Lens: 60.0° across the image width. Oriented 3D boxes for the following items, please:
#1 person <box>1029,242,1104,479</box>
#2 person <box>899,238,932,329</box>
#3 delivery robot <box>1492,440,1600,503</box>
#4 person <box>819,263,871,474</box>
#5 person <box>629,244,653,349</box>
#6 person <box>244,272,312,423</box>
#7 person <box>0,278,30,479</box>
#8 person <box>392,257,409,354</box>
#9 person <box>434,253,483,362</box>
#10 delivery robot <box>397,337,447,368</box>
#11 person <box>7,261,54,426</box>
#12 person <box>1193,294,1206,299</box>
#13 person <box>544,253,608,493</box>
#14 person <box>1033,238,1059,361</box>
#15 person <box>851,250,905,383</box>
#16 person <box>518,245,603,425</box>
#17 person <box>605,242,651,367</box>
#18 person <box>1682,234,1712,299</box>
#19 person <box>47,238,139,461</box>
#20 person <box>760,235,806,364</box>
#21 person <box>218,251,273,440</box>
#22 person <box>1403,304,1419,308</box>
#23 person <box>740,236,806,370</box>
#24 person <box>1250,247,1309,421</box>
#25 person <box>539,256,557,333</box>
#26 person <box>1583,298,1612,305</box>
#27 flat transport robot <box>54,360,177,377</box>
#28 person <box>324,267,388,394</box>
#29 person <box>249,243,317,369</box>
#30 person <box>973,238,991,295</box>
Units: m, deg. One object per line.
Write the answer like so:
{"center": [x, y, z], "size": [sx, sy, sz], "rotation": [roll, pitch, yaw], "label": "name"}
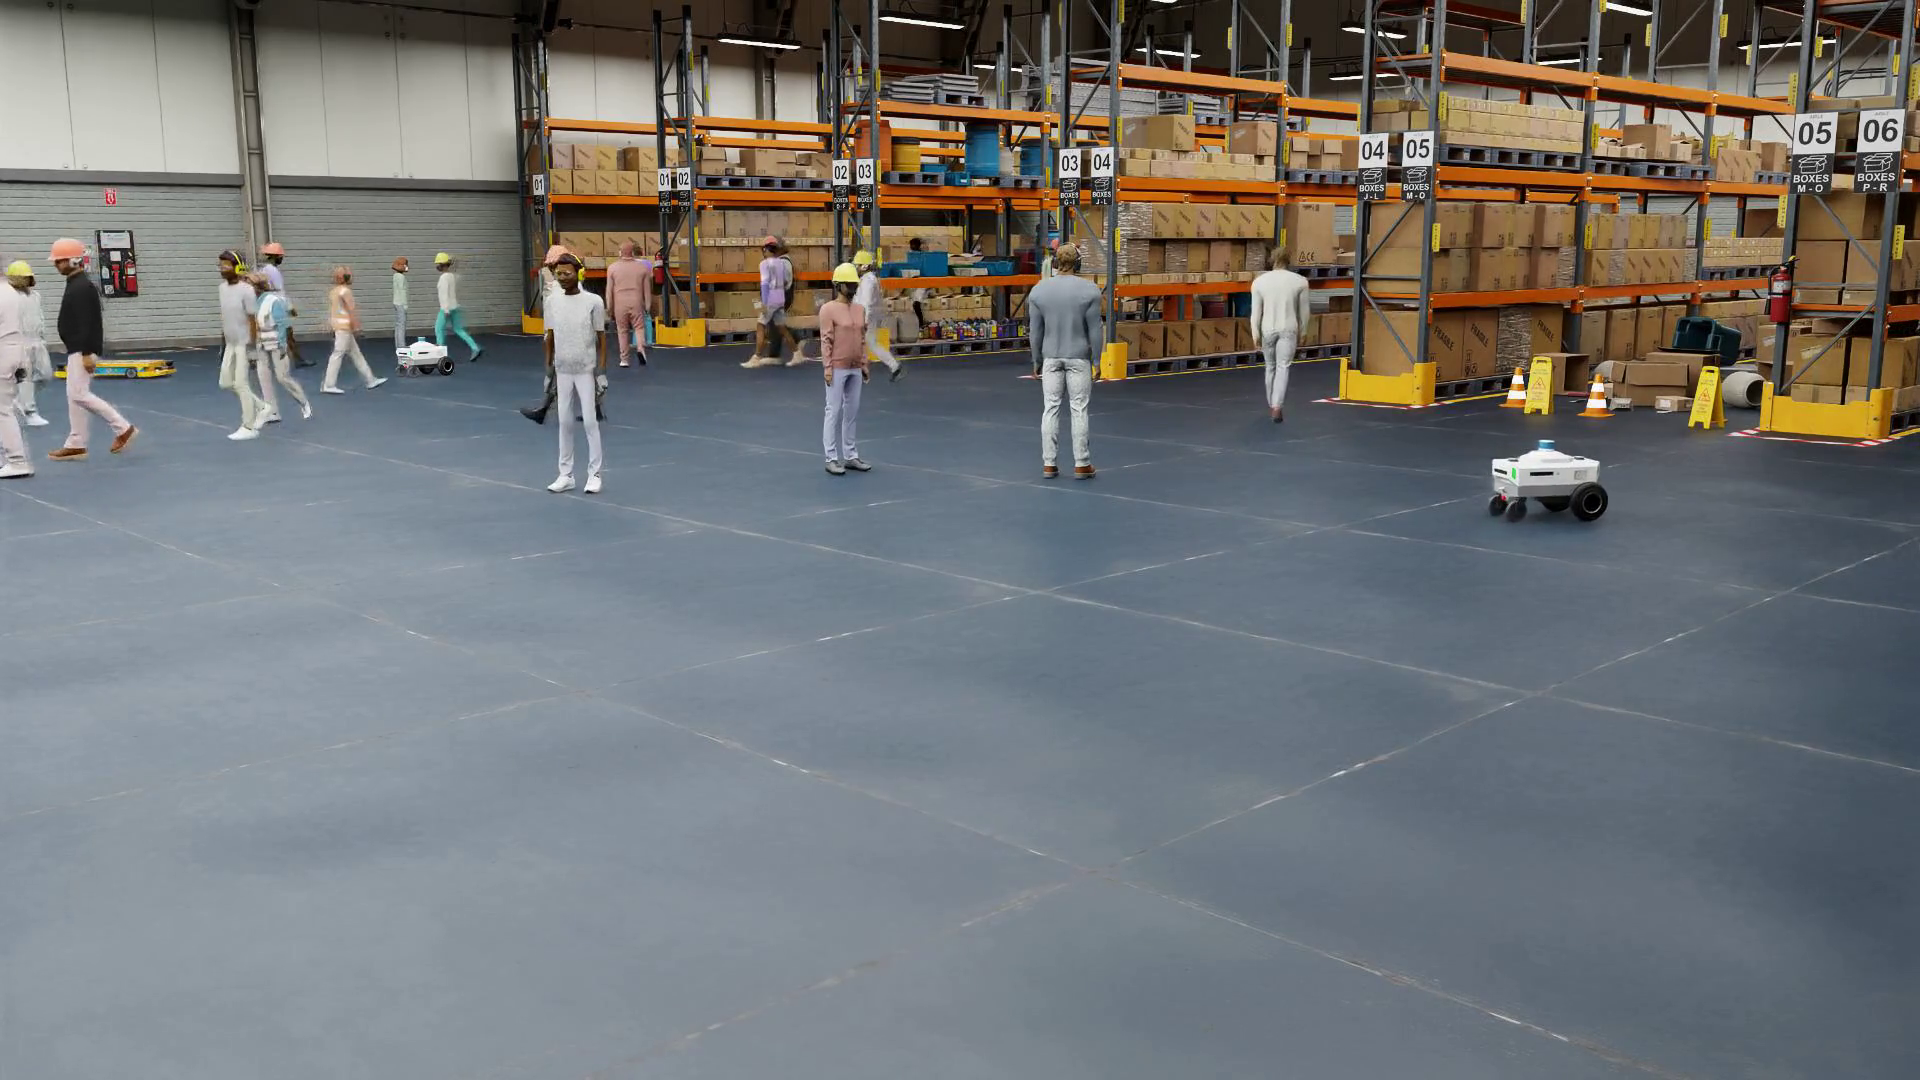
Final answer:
{"center": [0.882, -1.482, 13.790], "size": [0.630, 1.940, 0.373], "rotation": [3, 11, 17], "label": "person"}
{"center": [-0.894, -4.978, 32.845], "size": [0.649, 1.946, 0.617], "rotation": [-10, 14, -42], "label": "person"}
{"center": [4.192, -0.472, 11.917], "size": [0.707, 0.478, 0.477], "rotation": [-2, 11, -11], "label": "delivery robot"}
{"center": [-0.969, -1.455, 14.107], "size": [0.306, 1.770, 0.525], "rotation": [8, 13, 39], "label": "person"}
{"center": [-5.676, -4.303, 29.445], "size": [0.563, 1.837, 0.388], "rotation": [-9, 14, -41], "label": "person"}
{"center": [-7.359, -2.078, 17.920], "size": [0.533, 1.612, 0.556], "rotation": [6, 12, 28], "label": "person"}
{"center": [-8.120, -1.452, 13.776], "size": [0.733, 1.880, 0.668], "rotation": [-1, 10, -3], "label": "person"}
{"center": [-9.371, -3.924, 27.935], "size": [0.285, 1.632, 0.499], "rotation": [-6, 12, -30], "label": "person"}
{"center": [-8.025, -3.670, 26.286], "size": [0.837, 1.738, 0.534], "rotation": [0, 10, 1], "label": "person"}
{"center": [-7.733, -2.673, 23.920], "size": [0.477, 0.478, 0.707], "rotation": [6, 12, 31], "label": "delivery robot"}
{"center": [-9.918, -2.086, 17.630], "size": [0.432, 1.729, 0.505], "rotation": [3, 11, 17], "label": "person"}
{"center": [5.620, -6.036, 38.932], "size": [0.611, 1.821, 0.475], "rotation": [7, 12, 33], "label": "person"}
{"center": [-3.012, -1.304, 13.022], "size": [0.535, 1.864, 0.309], "rotation": [2, 11, 11], "label": "person"}
{"center": [1.589, -3.846, 26.667], "size": [0.983, 1.944, 0.611], "rotation": [-6, 12, -29], "label": "person"}
{"center": [-1.180, -3.002, 22.467], "size": [0.839, 1.805, 0.599], "rotation": [0, 10, -1], "label": "person"}
{"center": [-4.272, -2.175, 17.704], "size": [0.991, 1.881, 0.574], "rotation": [-7, 12, -32], "label": "person"}
{"center": [-5.047, -3.571, 25.303], "size": [0.671, 1.894, 0.549], "rotation": [-4, 11, -20], "label": "person"}
{"center": [13.542, -4.587, 30.483], "size": [0.712, 2.026, 0.627], "rotation": [-8, 13, -36], "label": "person"}
{"center": [-7.858, -1.707, 14.910], "size": [0.695, 1.980, 0.622], "rotation": [-6, 12, -30], "label": "person"}
{"center": [-2.808, -3.761, 26.051], "size": [0.658, 2.000, 0.692], "rotation": [0, 10, -2], "label": "person"}
{"center": [-7.112, -1.934, 16.496], "size": [0.546, 1.851, 0.484], "rotation": [7, 12, 32], "label": "person"}
{"center": [7.202, -3.703, 26.070], "size": [0.610, 1.868, 0.423], "rotation": [9, 14, 41], "label": "person"}
{"center": [-2.802, -3.591, 25.163], "size": [0.885, 1.997, 0.736], "rotation": [2, 11, 12], "label": "person"}
{"center": [3.493, -2.266, 18.252], "size": [0.626, 1.891, 1.049], "rotation": [3, 11, 18], "label": "person"}
{"center": [-8.039, -4.804, 32.747], "size": [0.508, 1.629, 0.315], "rotation": [1, 10, 8], "label": "person"}
{"center": [11.171, -4.164, 29.325], "size": [0.731, 1.601, 0.525], "rotation": [-8, 13, -37], "label": "person"}
{"center": [-12.045, -2.451, 23.738], "size": [1.431, 0.197, 0.652], "rotation": [-1, 10, -5], "label": "flat transport robot"}
{"center": [-7.764, -2.671, 21.214], "size": [0.879, 1.592, 0.542], "rotation": [-7, 12, -33], "label": "person"}
{"center": [-10.222, -3.481, 24.860], "size": [0.969, 1.891, 0.554], "rotation": [-5, 12, -27], "label": "person"}
{"center": [0.460, -6.182, 39.473], "size": [0.671, 1.925, 0.385], "rotation": [5, 11, 25], "label": "person"}
